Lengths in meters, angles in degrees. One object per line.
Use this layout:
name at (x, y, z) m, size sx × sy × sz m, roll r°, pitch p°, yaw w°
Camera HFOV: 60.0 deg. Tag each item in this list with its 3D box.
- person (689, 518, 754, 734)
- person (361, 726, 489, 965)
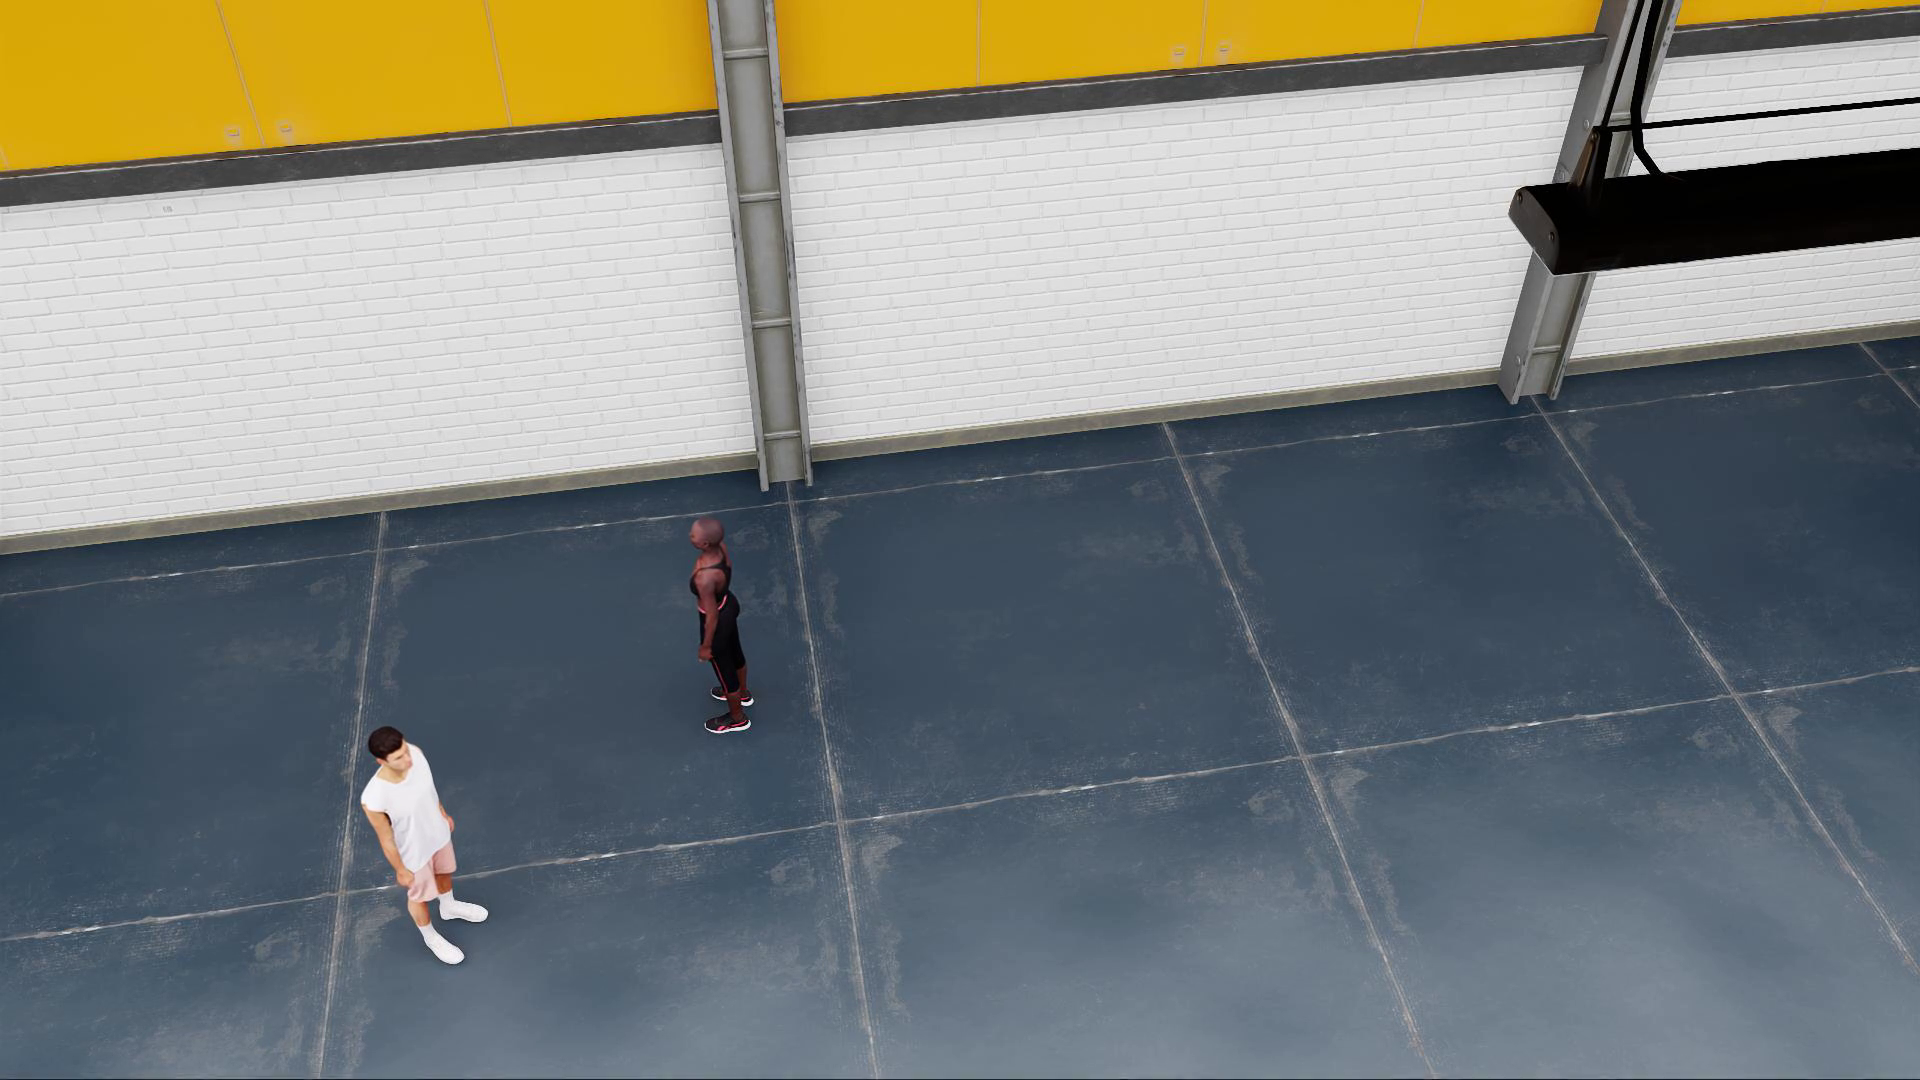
person at (-1.484, 0.513, 10.347) m, size 0.618 × 1.757 × 0.640 m, roll 4°, pitch 44°, yaw 4°
person at (-2.994, 1.633, 9.149) m, size 0.748 × 1.788 × 0.736 m, roll 14°, pitch 45°, yaw 14°
